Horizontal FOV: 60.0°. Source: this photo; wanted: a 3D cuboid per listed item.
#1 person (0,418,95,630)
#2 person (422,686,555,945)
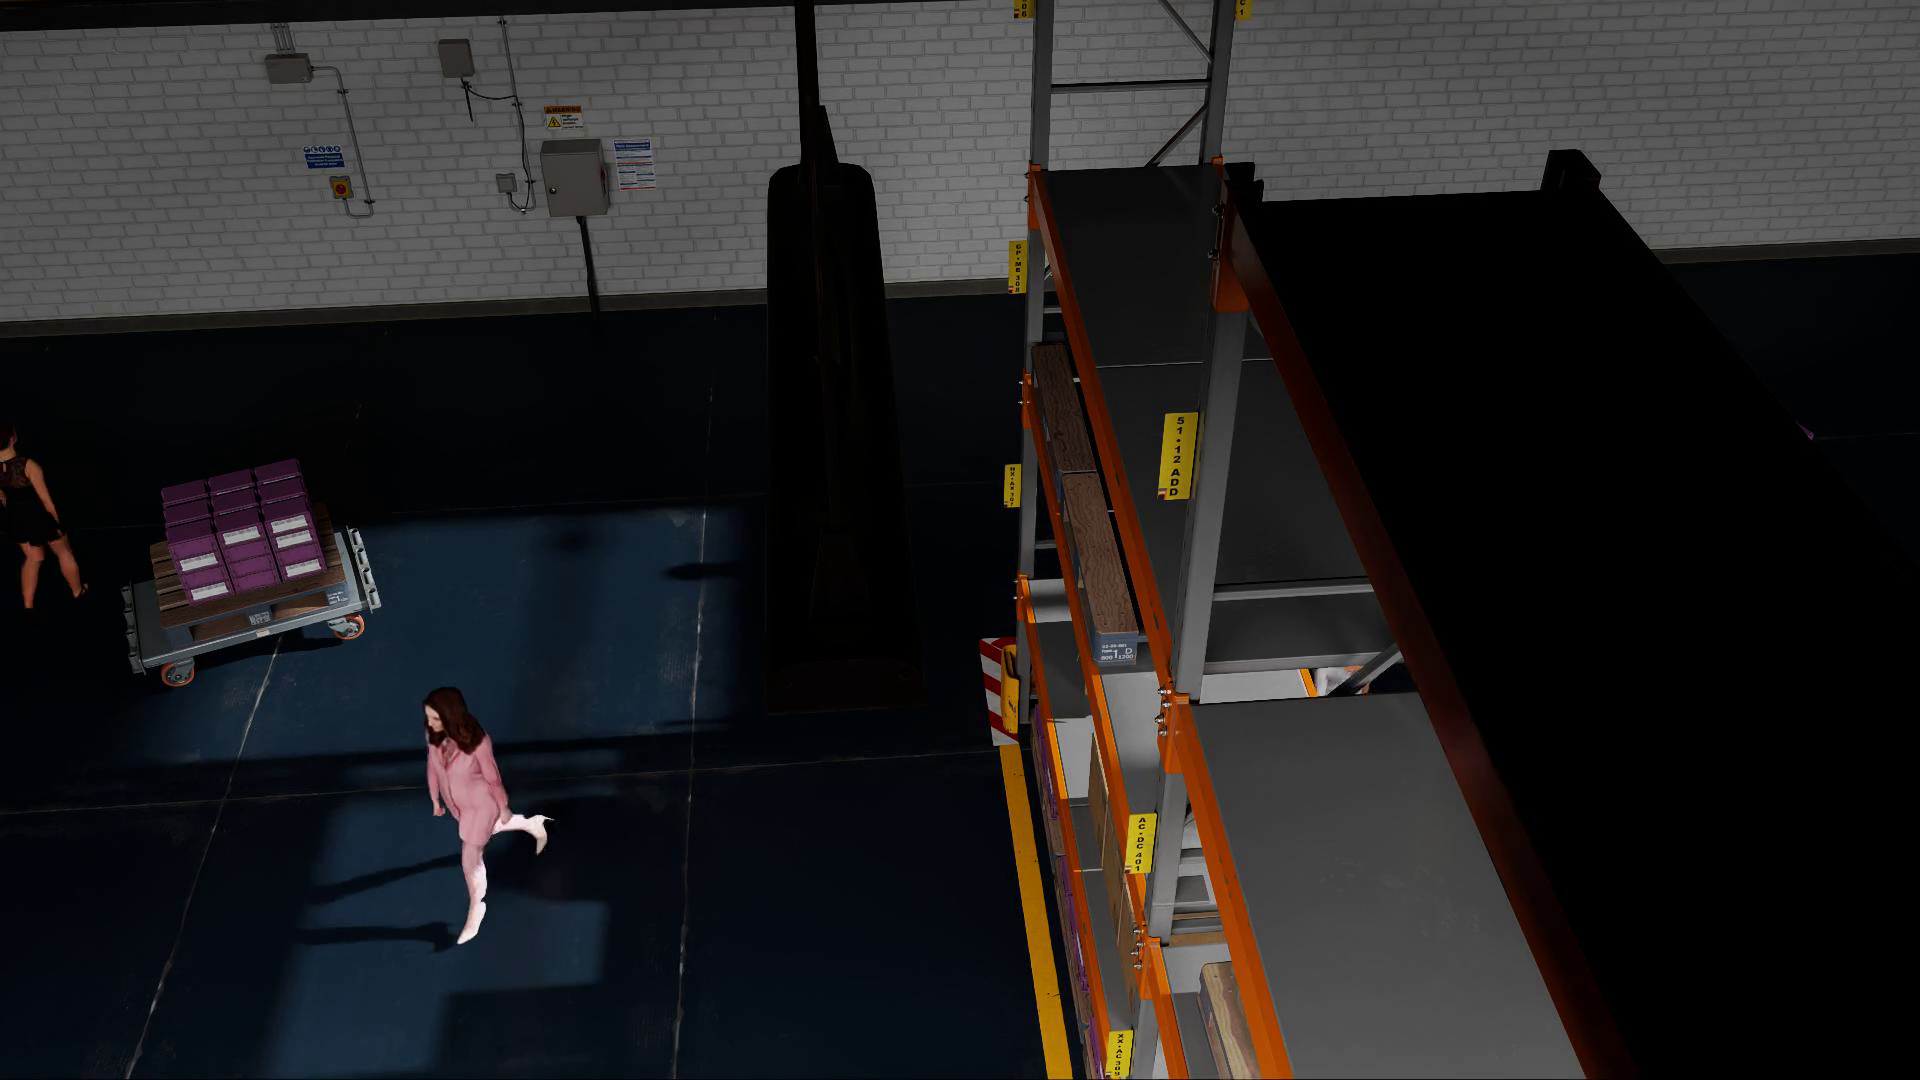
[{"bbox_3d":[-6.537,-0.105,11.651,0.661,1.661,0.962,2,39,3],"label":"person"},{"bbox_3d":[-2.745,1.461,9.607,1.017,1.765,1.232,18,42,21],"label":"person"}]
